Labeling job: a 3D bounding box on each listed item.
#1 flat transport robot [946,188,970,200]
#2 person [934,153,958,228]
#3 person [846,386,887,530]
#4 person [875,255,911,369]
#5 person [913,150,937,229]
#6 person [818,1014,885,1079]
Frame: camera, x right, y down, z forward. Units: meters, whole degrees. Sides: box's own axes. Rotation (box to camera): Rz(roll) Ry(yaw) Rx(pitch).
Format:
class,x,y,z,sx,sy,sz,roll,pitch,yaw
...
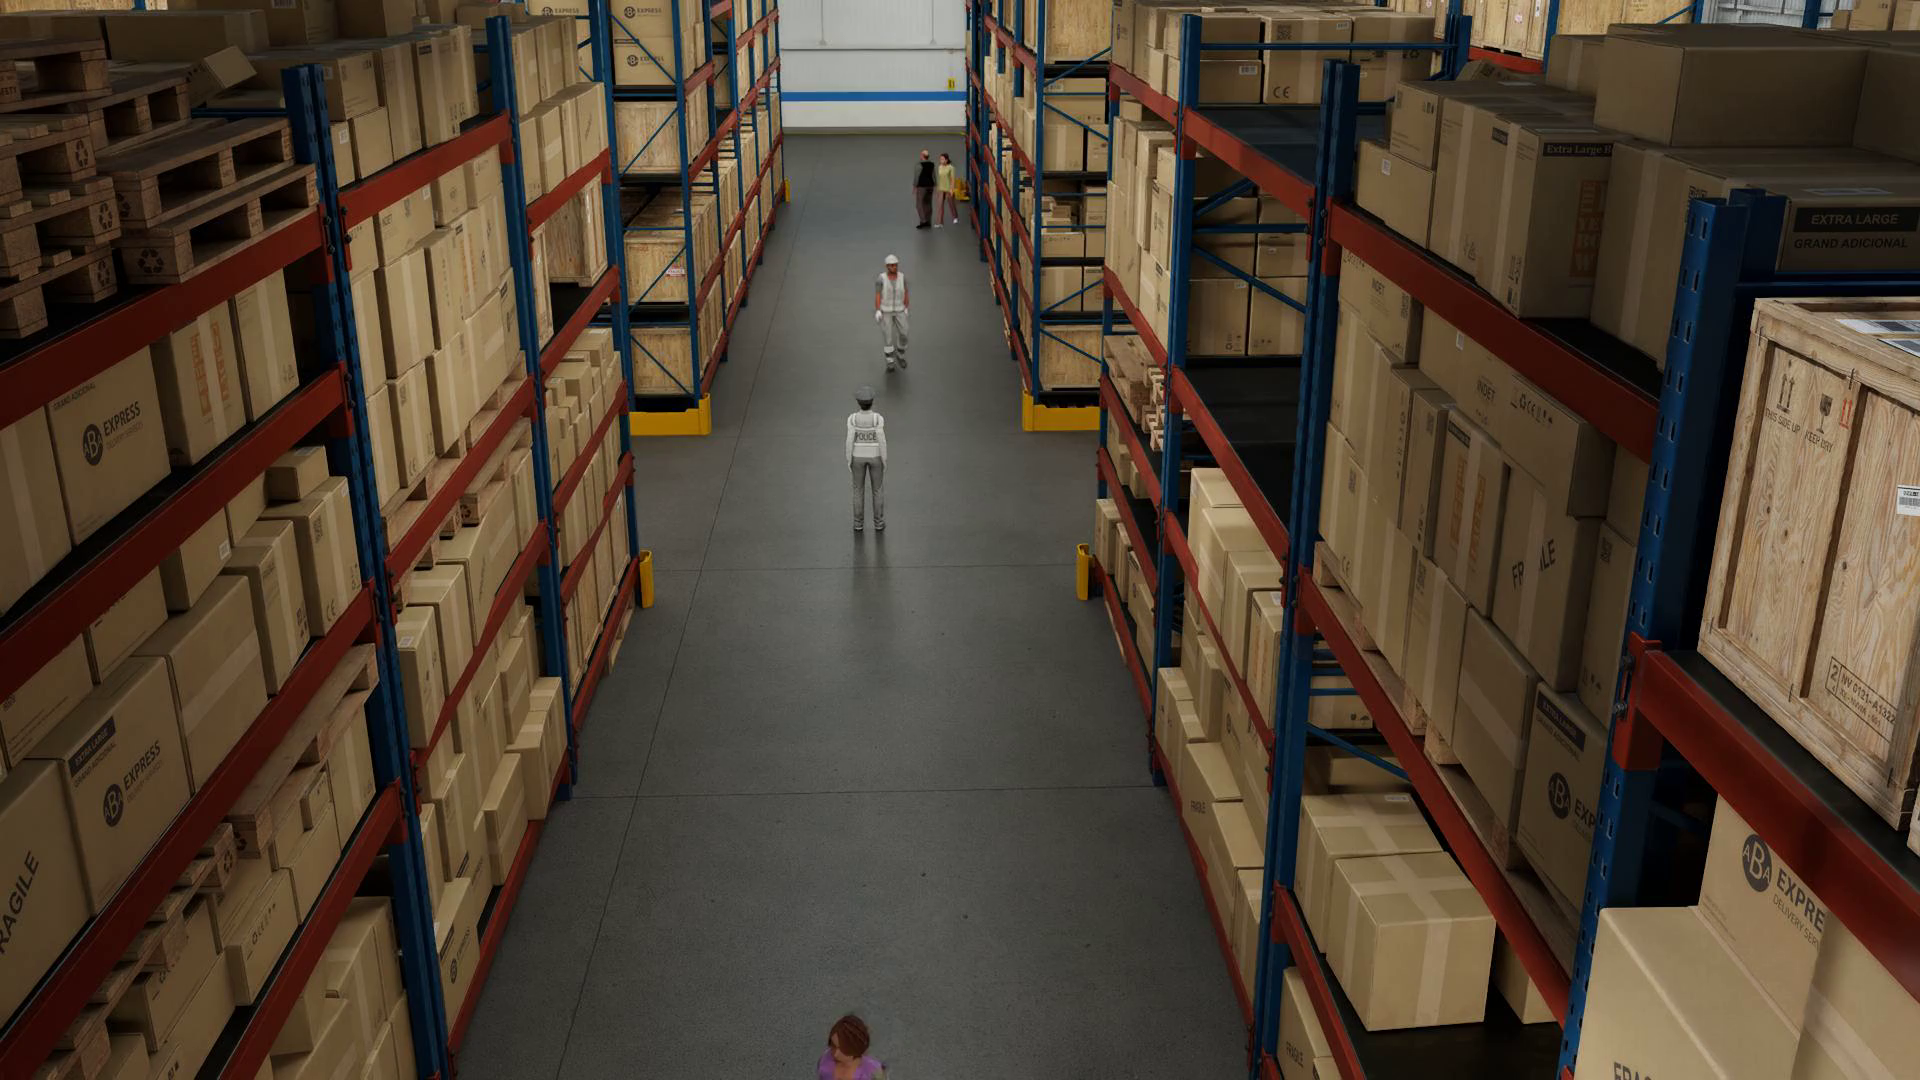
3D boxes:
class,x,y,z,sx,sy,sz,roll,pitch,yaw
flat transport robot,0.270,-8.880,42.531,0.659,0.264,1.431,11,23,26
person,-0.319,-8.049,38.196,0.442,1.647,0.974,6,21,16
person,-1.069,-0.936,19.112,0.469,1.691,0.358,1,20,2
person,-1.048,-3.522,25.824,0.562,1.785,0.457,-4,21,-12
person,-0.836,-8.037,38.097,0.712,1.715,0.510,-18,27,-40
person,-0.577,3.132,8.337,0.424,1.570,0.849,6,21,16
